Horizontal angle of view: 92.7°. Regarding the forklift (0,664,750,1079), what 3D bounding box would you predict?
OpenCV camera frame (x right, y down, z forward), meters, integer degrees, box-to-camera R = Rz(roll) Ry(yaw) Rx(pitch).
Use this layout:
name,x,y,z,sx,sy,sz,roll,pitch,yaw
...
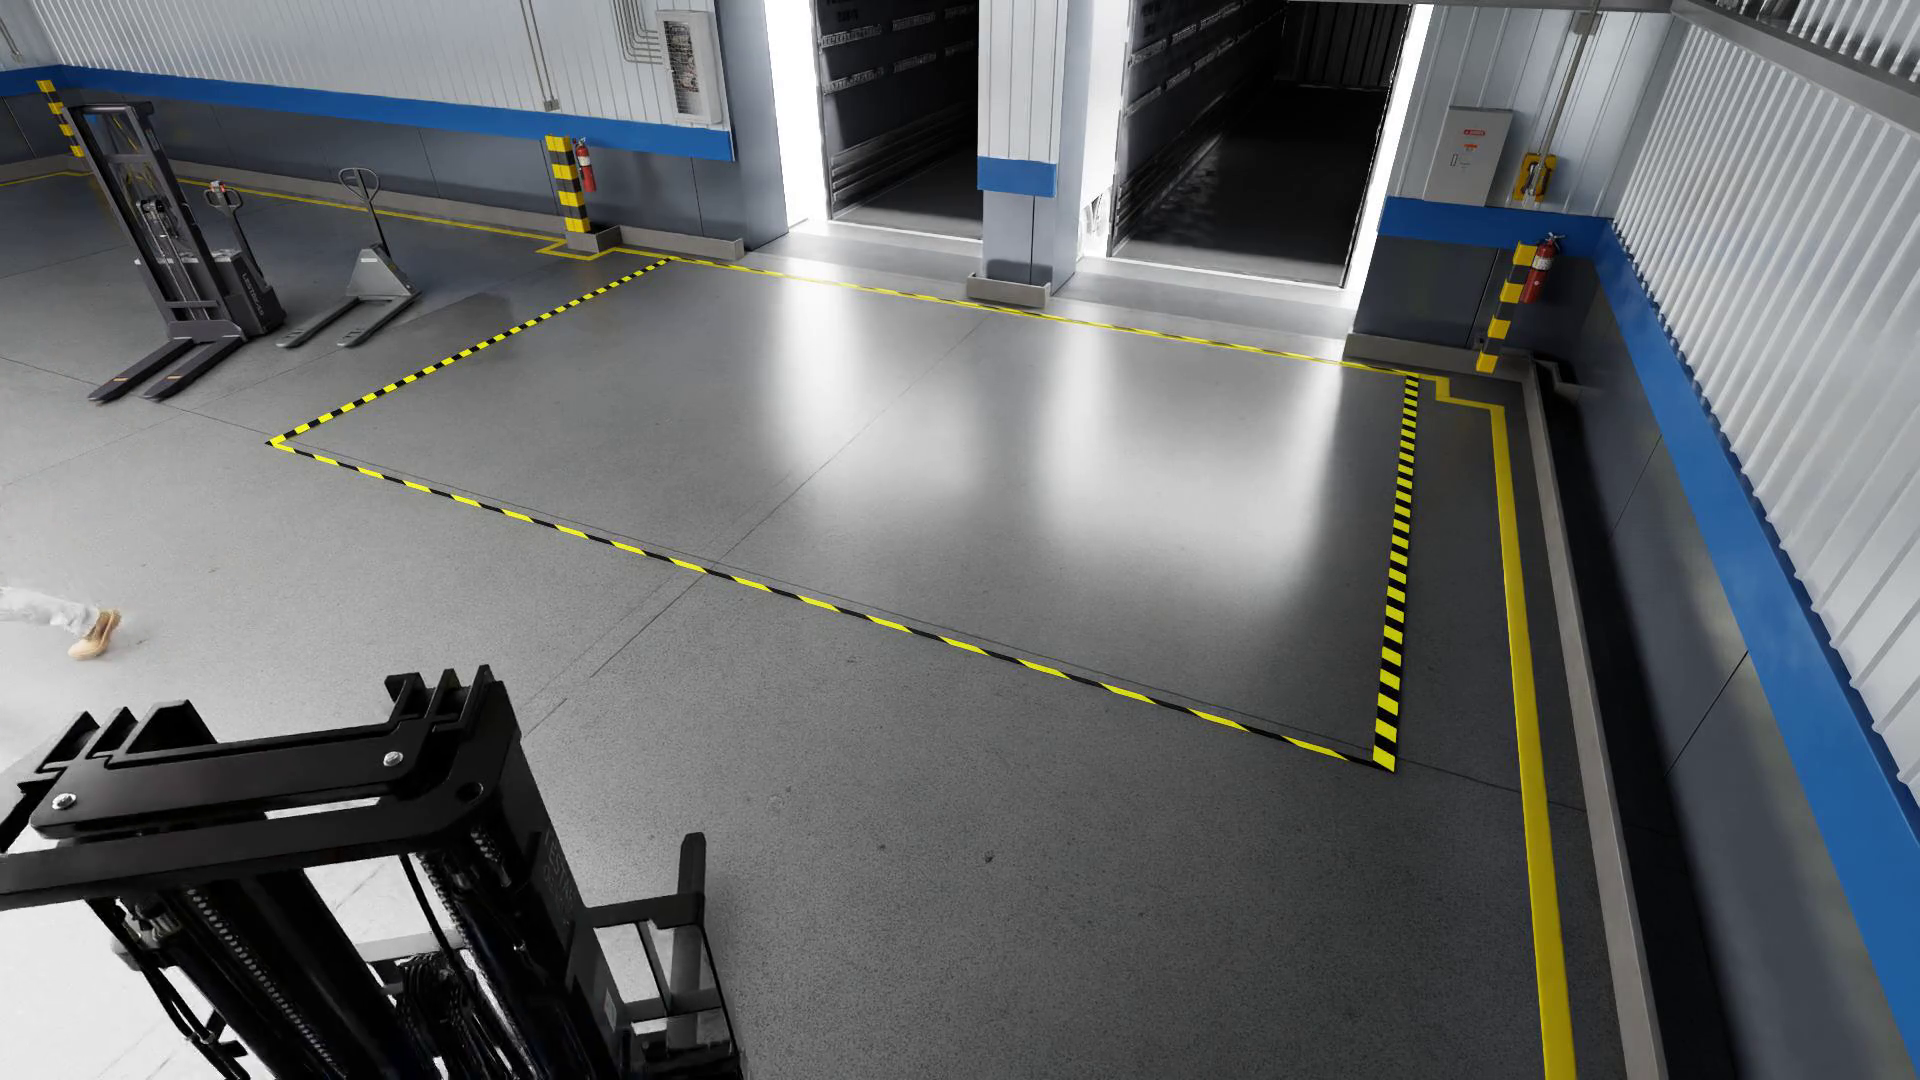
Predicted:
name,x,y,z,sx,sy,sz,roll,pitch,yaw
forklift,-0.951,1.747,1.210,1.157,2.036,2.680,-6,35,-8

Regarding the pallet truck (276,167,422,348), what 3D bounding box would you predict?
name,x,y,z,sx,sy,sz,roll,pitch,yaw
pallet truck,-5.732,-2.611,8.414,0.680,1.201,1.601,-1,35,-1

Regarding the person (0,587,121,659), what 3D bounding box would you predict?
name,x,y,z,sx,sy,sz,roll,pitch,yaw
person,-4.850,-0.020,4.226,0.639,1.798,0.958,27,43,33

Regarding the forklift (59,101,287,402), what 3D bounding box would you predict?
name,x,y,z,sx,sy,sz,roll,pitch,yaw
forklift,-6.686,-2.387,7.434,0.823,1.965,1.885,-3,35,-5
